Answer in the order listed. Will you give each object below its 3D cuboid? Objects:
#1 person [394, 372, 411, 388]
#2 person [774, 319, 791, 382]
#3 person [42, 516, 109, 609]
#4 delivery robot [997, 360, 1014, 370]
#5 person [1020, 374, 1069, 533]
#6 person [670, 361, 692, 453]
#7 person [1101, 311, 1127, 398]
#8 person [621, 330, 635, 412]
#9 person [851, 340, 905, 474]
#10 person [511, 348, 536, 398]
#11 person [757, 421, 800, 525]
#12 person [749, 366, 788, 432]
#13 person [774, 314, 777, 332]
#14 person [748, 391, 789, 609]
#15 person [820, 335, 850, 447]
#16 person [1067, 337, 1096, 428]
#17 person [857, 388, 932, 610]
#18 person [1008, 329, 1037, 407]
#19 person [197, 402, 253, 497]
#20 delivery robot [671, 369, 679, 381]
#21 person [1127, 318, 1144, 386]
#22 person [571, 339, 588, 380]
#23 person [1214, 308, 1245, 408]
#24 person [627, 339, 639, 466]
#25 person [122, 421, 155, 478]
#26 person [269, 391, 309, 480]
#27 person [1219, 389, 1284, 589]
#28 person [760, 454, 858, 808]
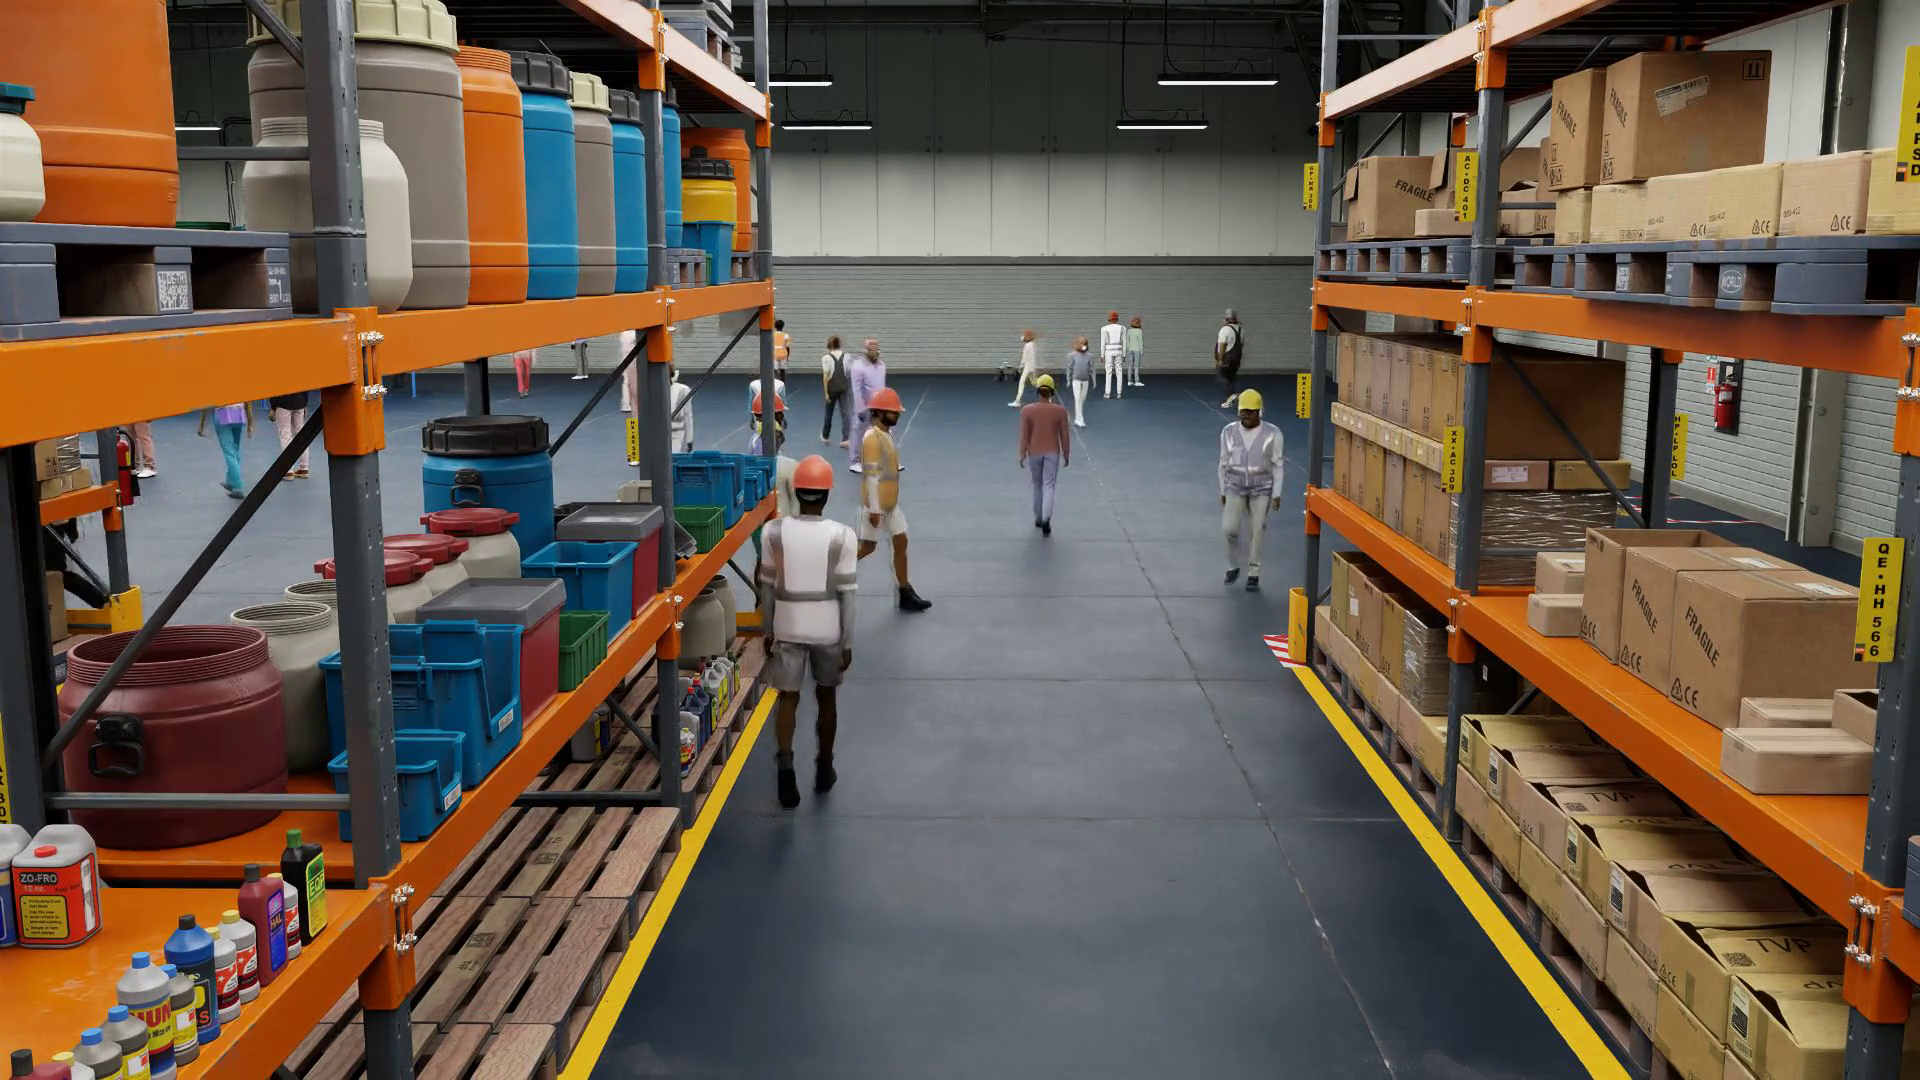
[{"bbox_3d":[-13.223,-4.559,39.311,0.497,1.919,0.555,1,10,7],"label":"person"},{"bbox_3d":[-4.089,-4.157,37.623,0.535,1.673,0.569,-2,10,-11],"label":"person"},{"bbox_3d":[-7.088,-0.147,13.051,0.934,1.875,0.615,-1,10,-7],"label":"person"},{"bbox_3d":[1.137,-4.367,41.316,0.335,0.223,0.698,4,10,20],"label":"delivery robot"},{"bbox_3d":[0.928,-0.961,18.356,0.536,1.732,0.878,2,10,10],"label":"person"},{"bbox_3d":[-3.448,-1.218,19.562,0.593,1.841,0.991,0,9,2],"label":"person"},{"bbox_3d":[3.359,-4.056,36.418,0.576,1.882,0.355,-1,10,-7],"label":"person"},{"bbox_3d":[-6.387,-3.493,33.101,0.651,1.864,0.934,6,11,33],"label":"person"},{"bbox_3d":[-1.190,-1.843,23.209,0.931,1.862,0.669,9,13,43],"label":"person"},{"bbox_3d":[-9.614,-4.010,36.602,0.532,1.728,0.883,-2,10,-14],"label":"person"},{"bbox_3d":[-1.496,-0.096,13.191,0.583,1.719,0.624,5,11,26],"label":"person"},{"bbox_3d":[-2.646,-1.663,22.904,0.522,1.615,0.723,-2,10,-14],"label":"person"},{"bbox_3d":[-4.705,-4.856,41.802,0.363,1.684,0.538,3,10,16],"label":"person"},{"bbox_3d":[-1.526,-0.241,13.380,0.345,1.940,0.551,-2,10,-10],"label":"person"},{"bbox_3d":[-2.010,-2.406,26.821,0.505,1.793,0.989,-4,10,-24],"label":"person"},{"bbox_3d":[2.205,-2.858,30.066,0.521,1.603,0.703,-3,10,-20],"label":"person"},{"bbox_3d":[-0.742,-0.351,14.182,0.932,1.907,0.557,3,10,15],"label":"person"},{"bbox_3d":[1.440,-3.540,34.199,0.859,1.592,0.509,0,9,-2],"label":"person"},{"bbox_3d":[-9.342,-1.459,21.109,0.934,1.801,0.595,7,12,37],"label":"person"},{"bbox_3d":[-7.040,-3.928,39.463,0.707,0.478,0.477,-3,10,-19],"label":"delivery robot"},{"bbox_3d":[4.211,-4.516,39.913,0.276,1.634,0.500,-8,12,-40],"label":"person"},{"bbox_3d":[-9.666,-5.040,42.171,0.371,1.925,0.595,4,10,24],"label":"person"},{"bbox_3d":[5.434,-3.672,33.770,0.696,2.000,0.543,-9,13,-44],"label":"person"},{"bbox_3d":[-4.584,-2.051,24.497,0.656,1.861,0.903,3,10,18],"label":"person"},{"bbox_3d":[-11.388,-1.810,22.905,0.649,1.901,0.406,5,11,26],"label":"person"},{"bbox_3d":[-9.182,-1.828,22.729,0.381,1.993,0.622,5,11,26],"label":"person"},{"bbox_3d":[2.621,-0.454,15.038,0.601,1.817,0.462,3,10,18],"label":"person"},{"bbox_3d":[-0.828,0.495,9.072,0.549,1.919,0.811,0,9,2],"label":"person"}]
